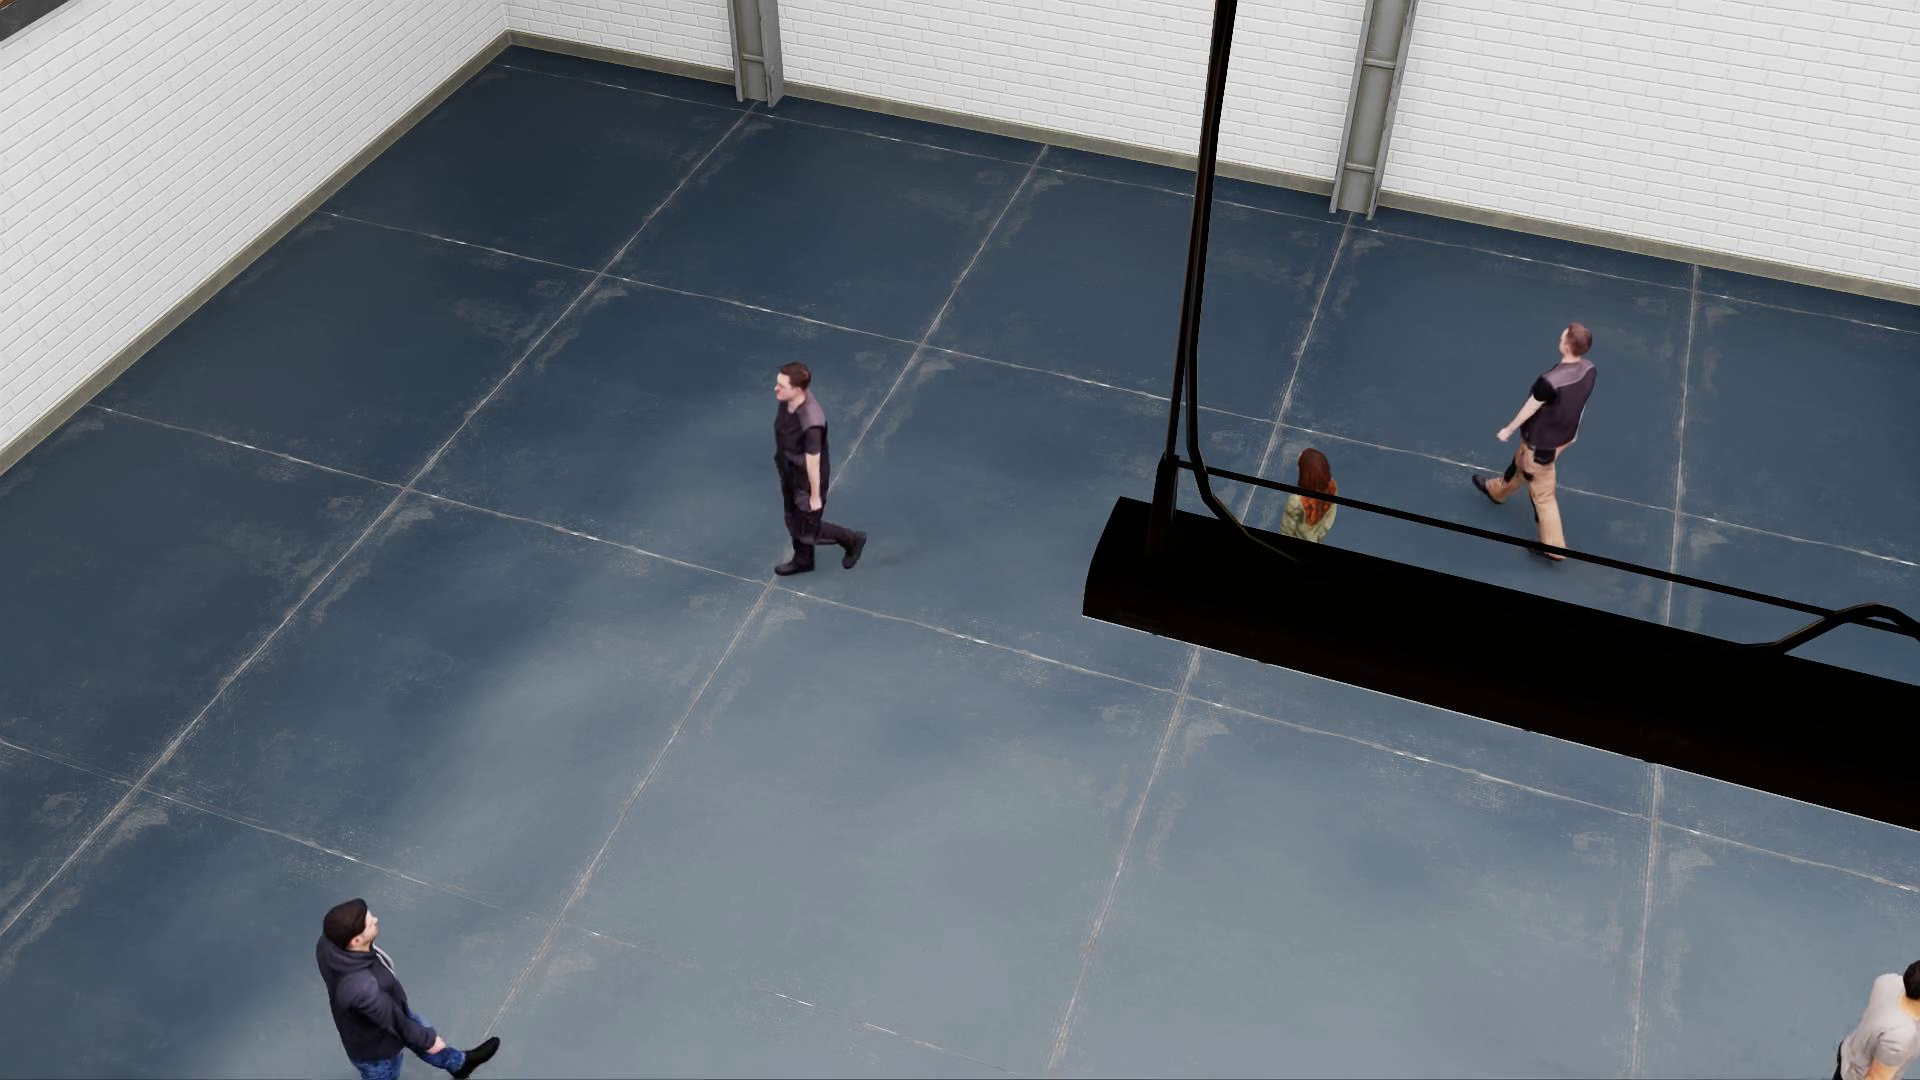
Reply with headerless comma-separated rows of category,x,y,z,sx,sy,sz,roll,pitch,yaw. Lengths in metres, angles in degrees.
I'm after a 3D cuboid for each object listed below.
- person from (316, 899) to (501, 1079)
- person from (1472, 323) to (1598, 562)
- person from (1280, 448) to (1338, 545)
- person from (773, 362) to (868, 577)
person,-2.960,2.461,8.178,1.132,1.851,1.132,-23,48,-22
person,4.108,-0.644,11.477,1.105,1.794,1.299,-27,50,-26
person,2.285,-0.007,11.041,0.645,1.473,0.664,-27,50,-26
person,-0.975,-0.444,11.240,1.058,1.832,1.000,-19,47,-19
